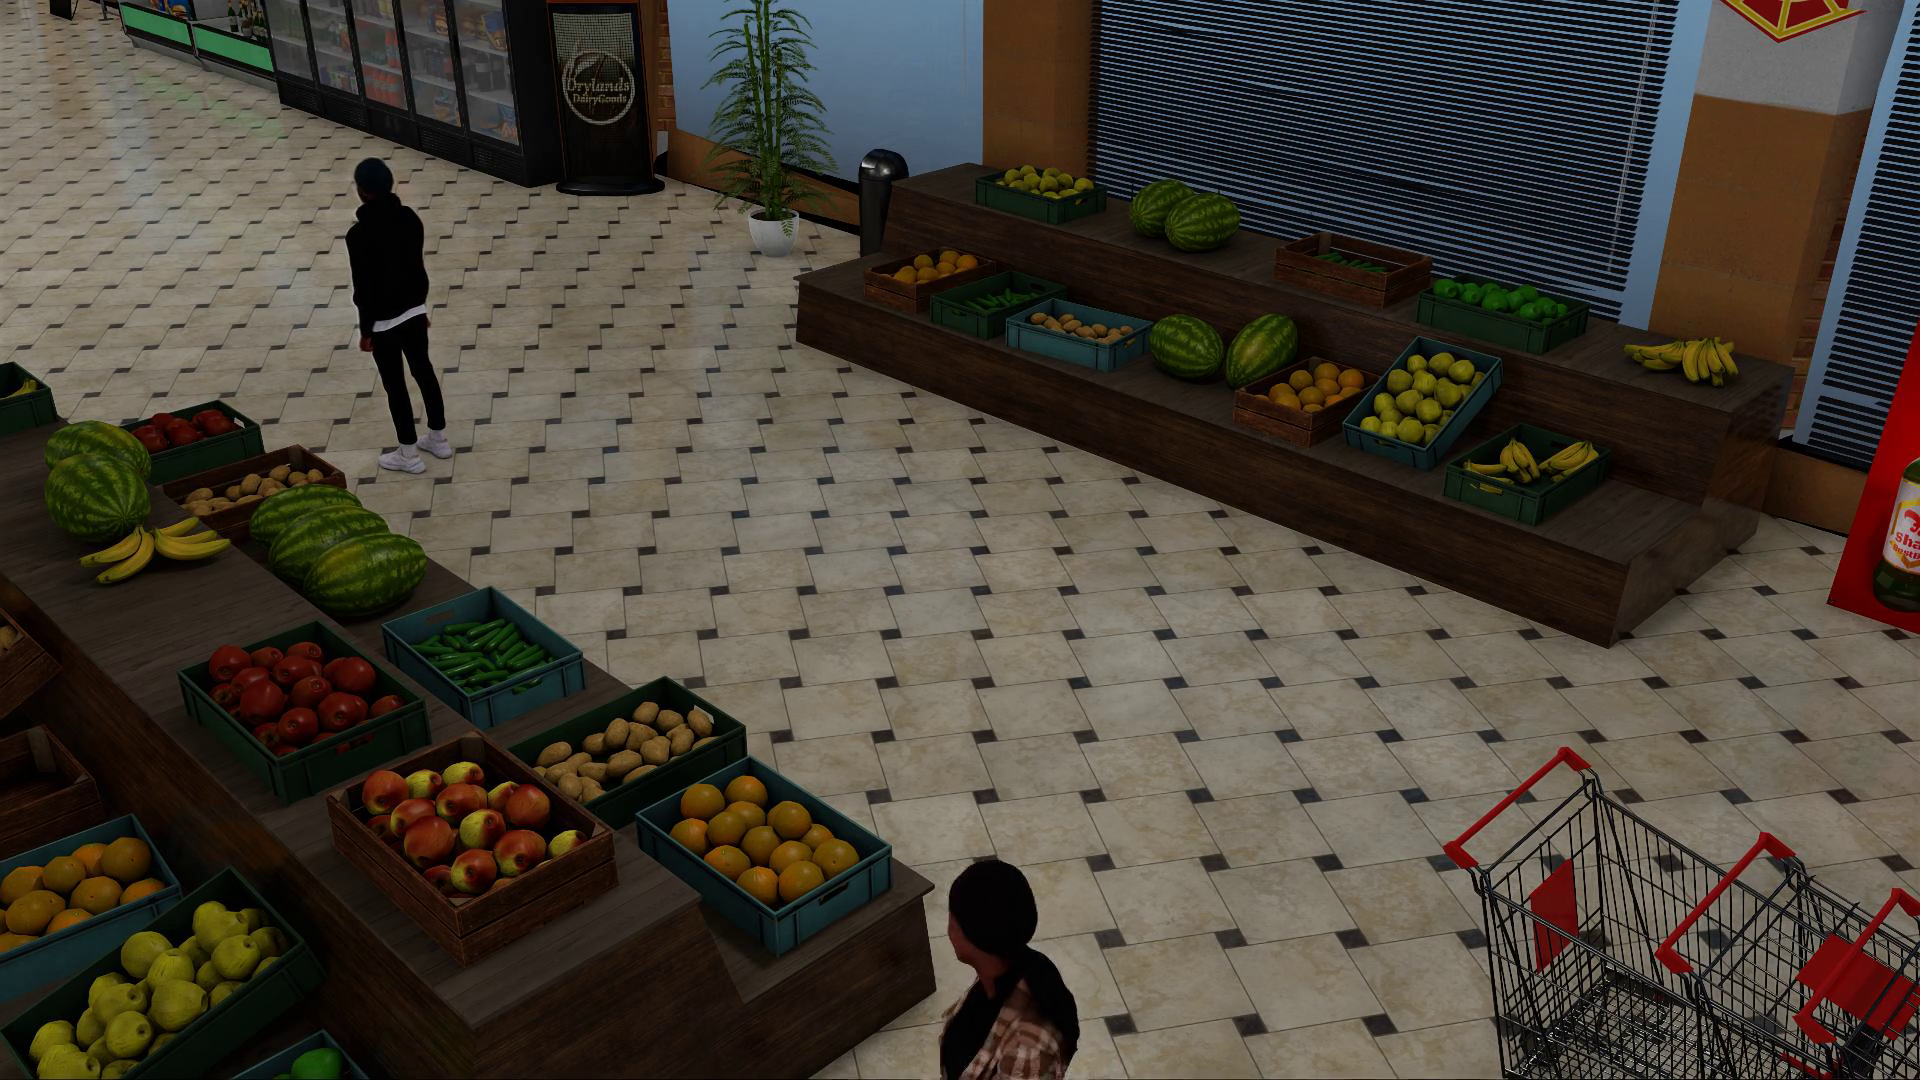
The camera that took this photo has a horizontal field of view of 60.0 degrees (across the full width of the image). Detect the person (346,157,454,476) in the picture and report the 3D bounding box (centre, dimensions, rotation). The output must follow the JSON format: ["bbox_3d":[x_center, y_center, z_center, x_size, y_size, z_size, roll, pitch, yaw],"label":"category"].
[{"bbox_3d":[-3.200,-1.276,9.449,0.685,1.819,0.733,14,30,25],"label":"person"}]

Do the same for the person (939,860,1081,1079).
[{"bbox_3d":[0.138,1.575,3.881,0.803,1.770,0.703,-12,29,-22],"label":"person"}]
